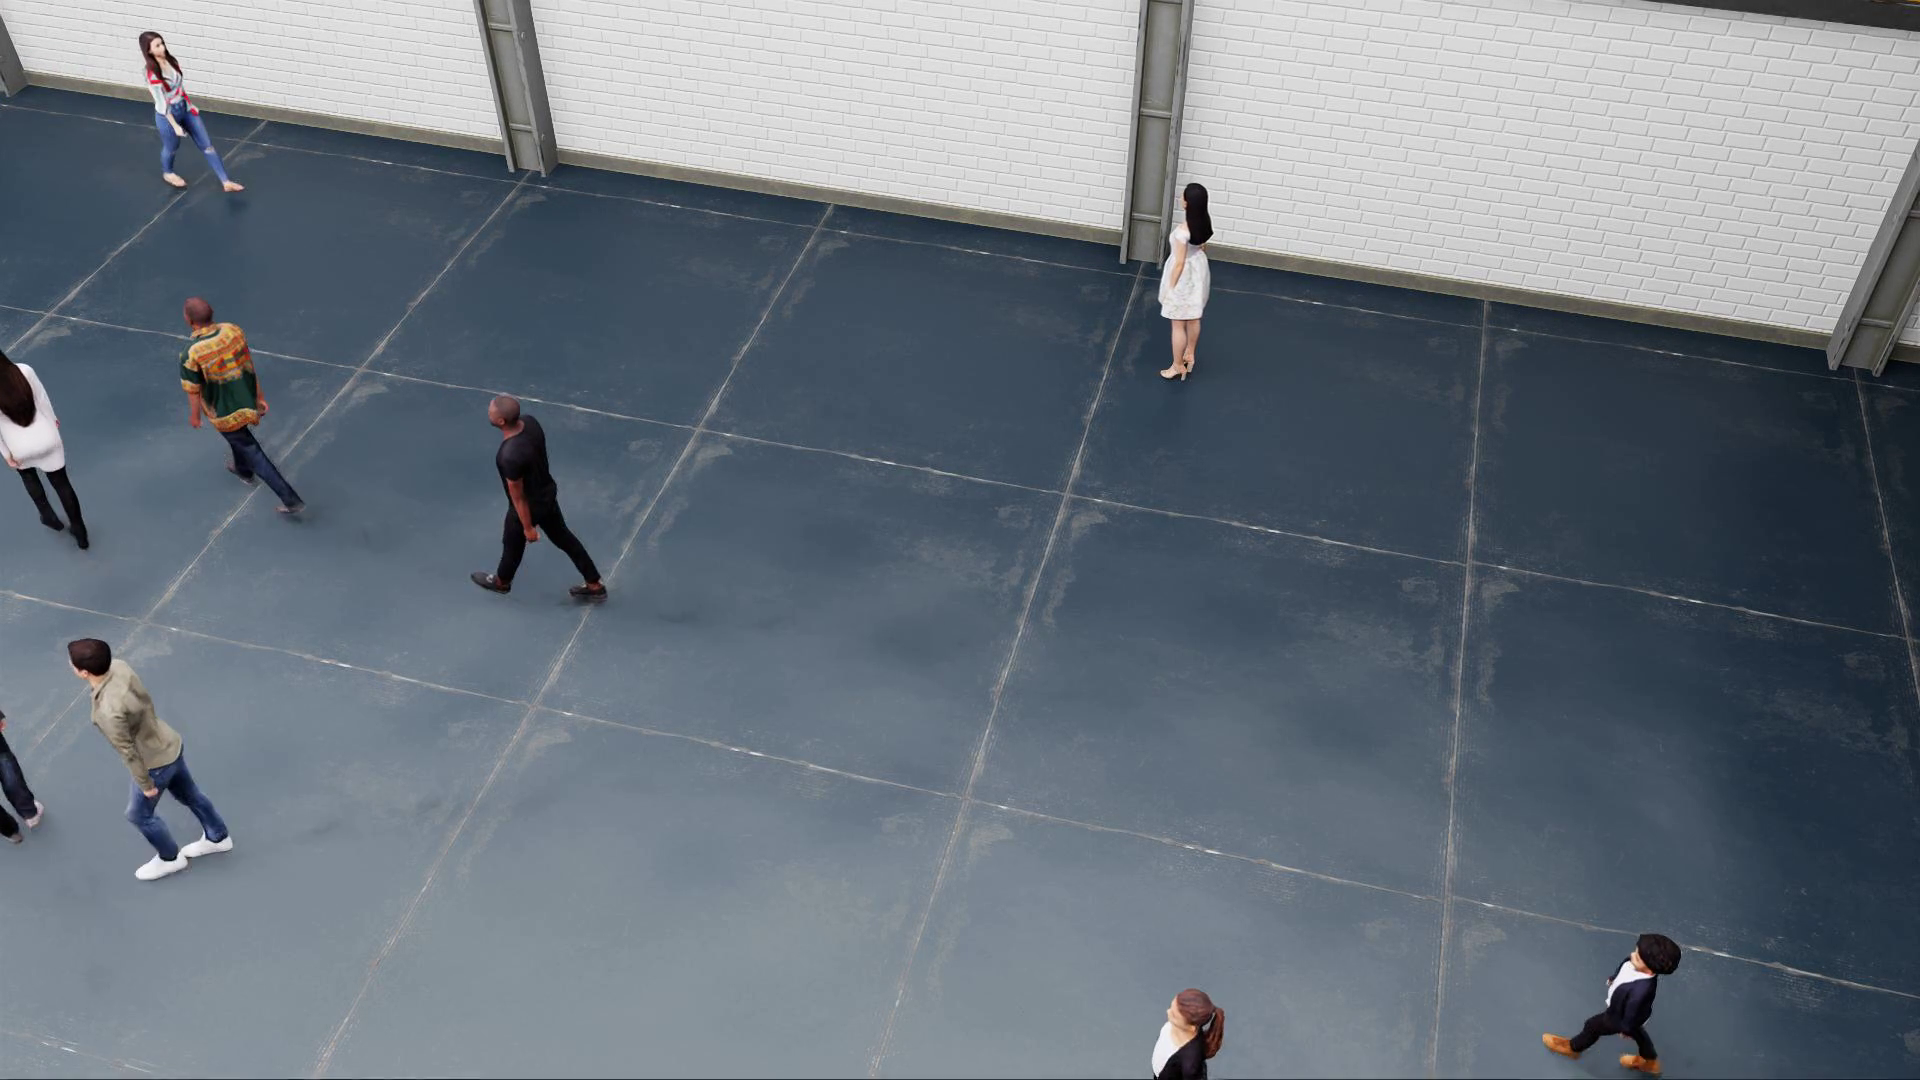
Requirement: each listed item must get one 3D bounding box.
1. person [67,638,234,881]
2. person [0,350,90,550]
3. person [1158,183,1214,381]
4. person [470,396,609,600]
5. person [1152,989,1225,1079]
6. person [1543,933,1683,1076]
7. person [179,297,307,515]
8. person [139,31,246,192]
[{"bbox_3d":[-4.614,1.240,9.688,0.940,1.842,0.878,-9,44,-9],"label":"person"},{"bbox_3d":[-6.498,-0.637,11.696,0.828,1.789,0.906,-28,50,-27],"label":"person"},{"bbox_3d":[1.787,-2.042,13.183,0.777,1.774,0.755,30,51,28],"label":"person"},{"bbox_3d":[-2.801,-0.223,11.278,1.206,1.767,0.726,8,44,8],"label":"person"},{"bbox_3d":[1.177,2.714,8.358,0.614,1.542,0.565,6,44,6],"label":"person"},{"bbox_3d":[3.617,2.486,8.843,0.897,1.204,0.658,23,48,22],"label":"person"},{"bbox_3d":[-5.202,-0.919,12.009,1.260,1.766,0.868,20,47,20],"label":"person"},{"bbox_3d":[-7.271,-3.892,15.271,1.122,1.572,0.704,16,46,17],"label":"person"}]
